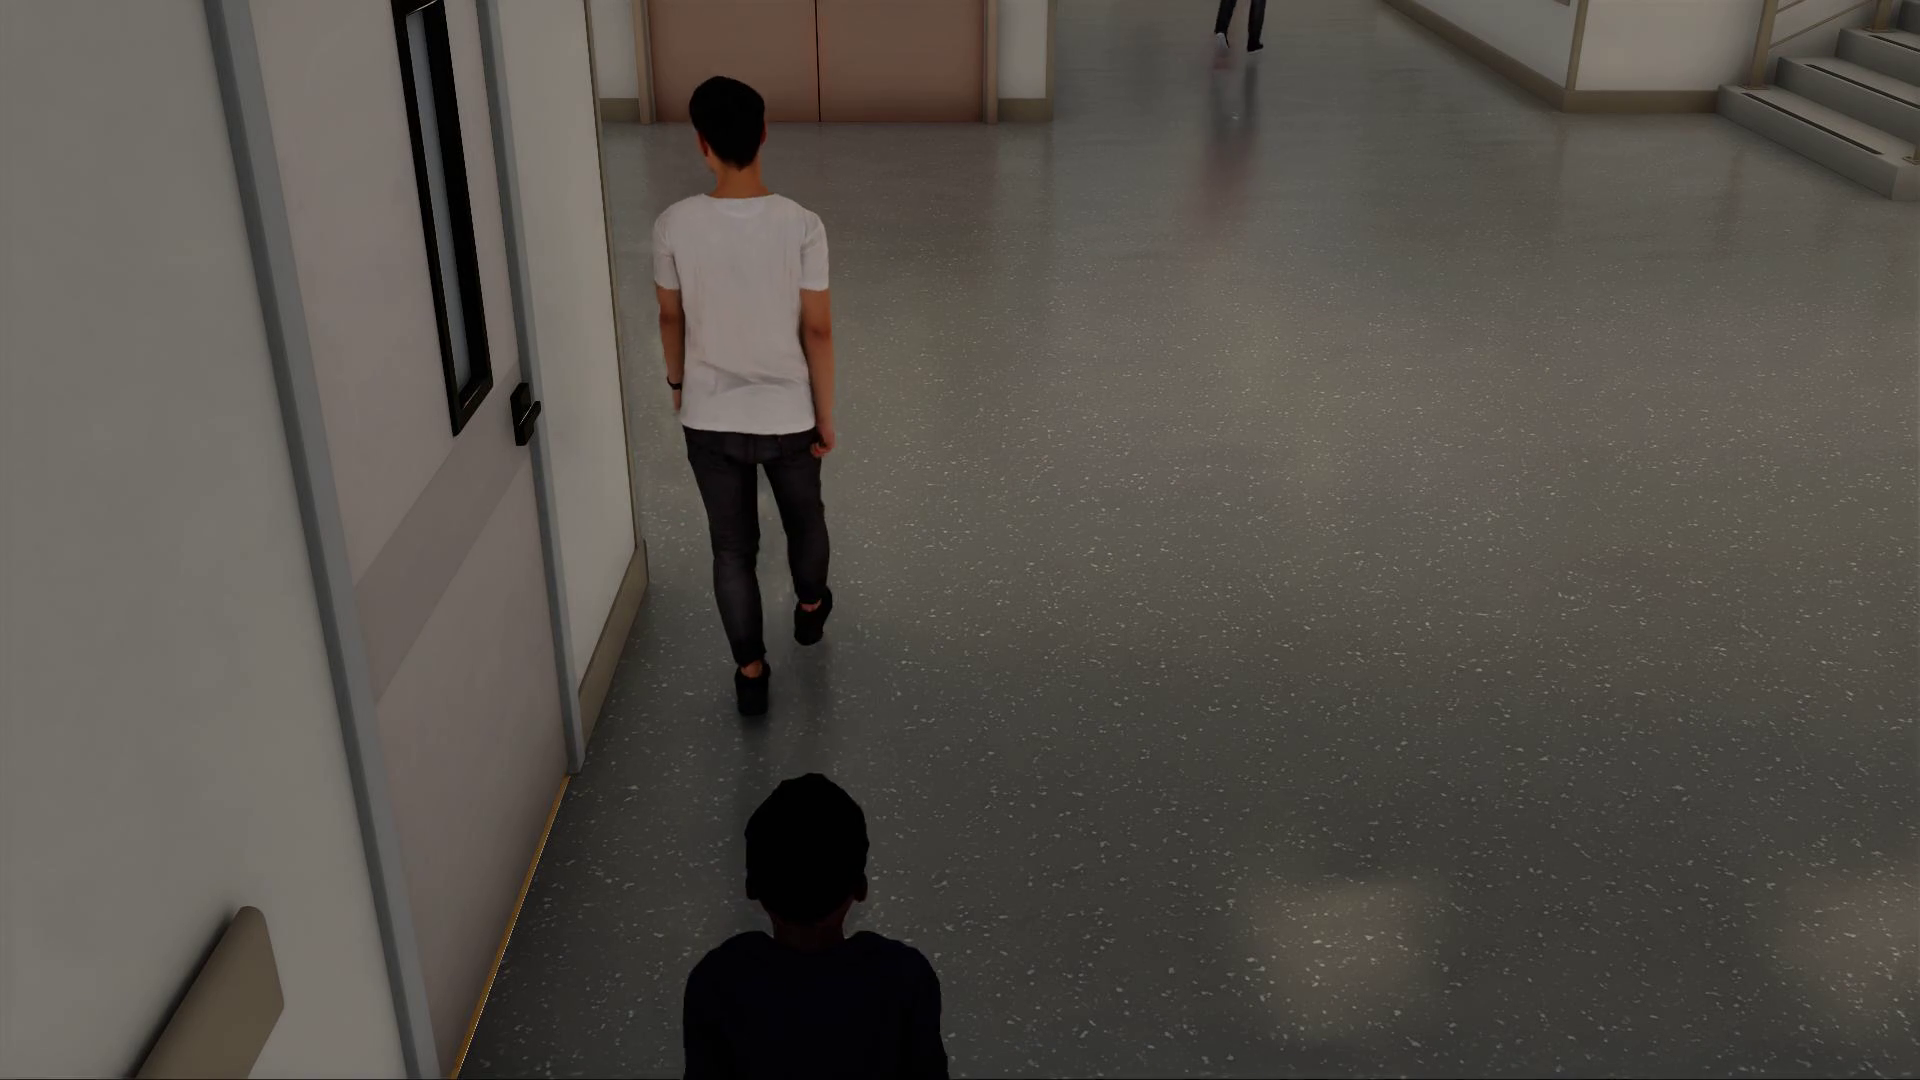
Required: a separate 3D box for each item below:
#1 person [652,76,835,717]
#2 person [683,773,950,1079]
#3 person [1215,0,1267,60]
[{"bbox_3d":[-0.566,-0.321,4.404,0.829,1.690,0.711,-2,26,-4],"label":"person"},{"bbox_3d":[-0.202,0.933,2.338,0.642,1.255,0.633,-2,26,-5],"label":"person"},{"bbox_3d":[2.379,-4.973,13.810,1.199,1.930,1.036,12,28,23],"label":"person"}]
